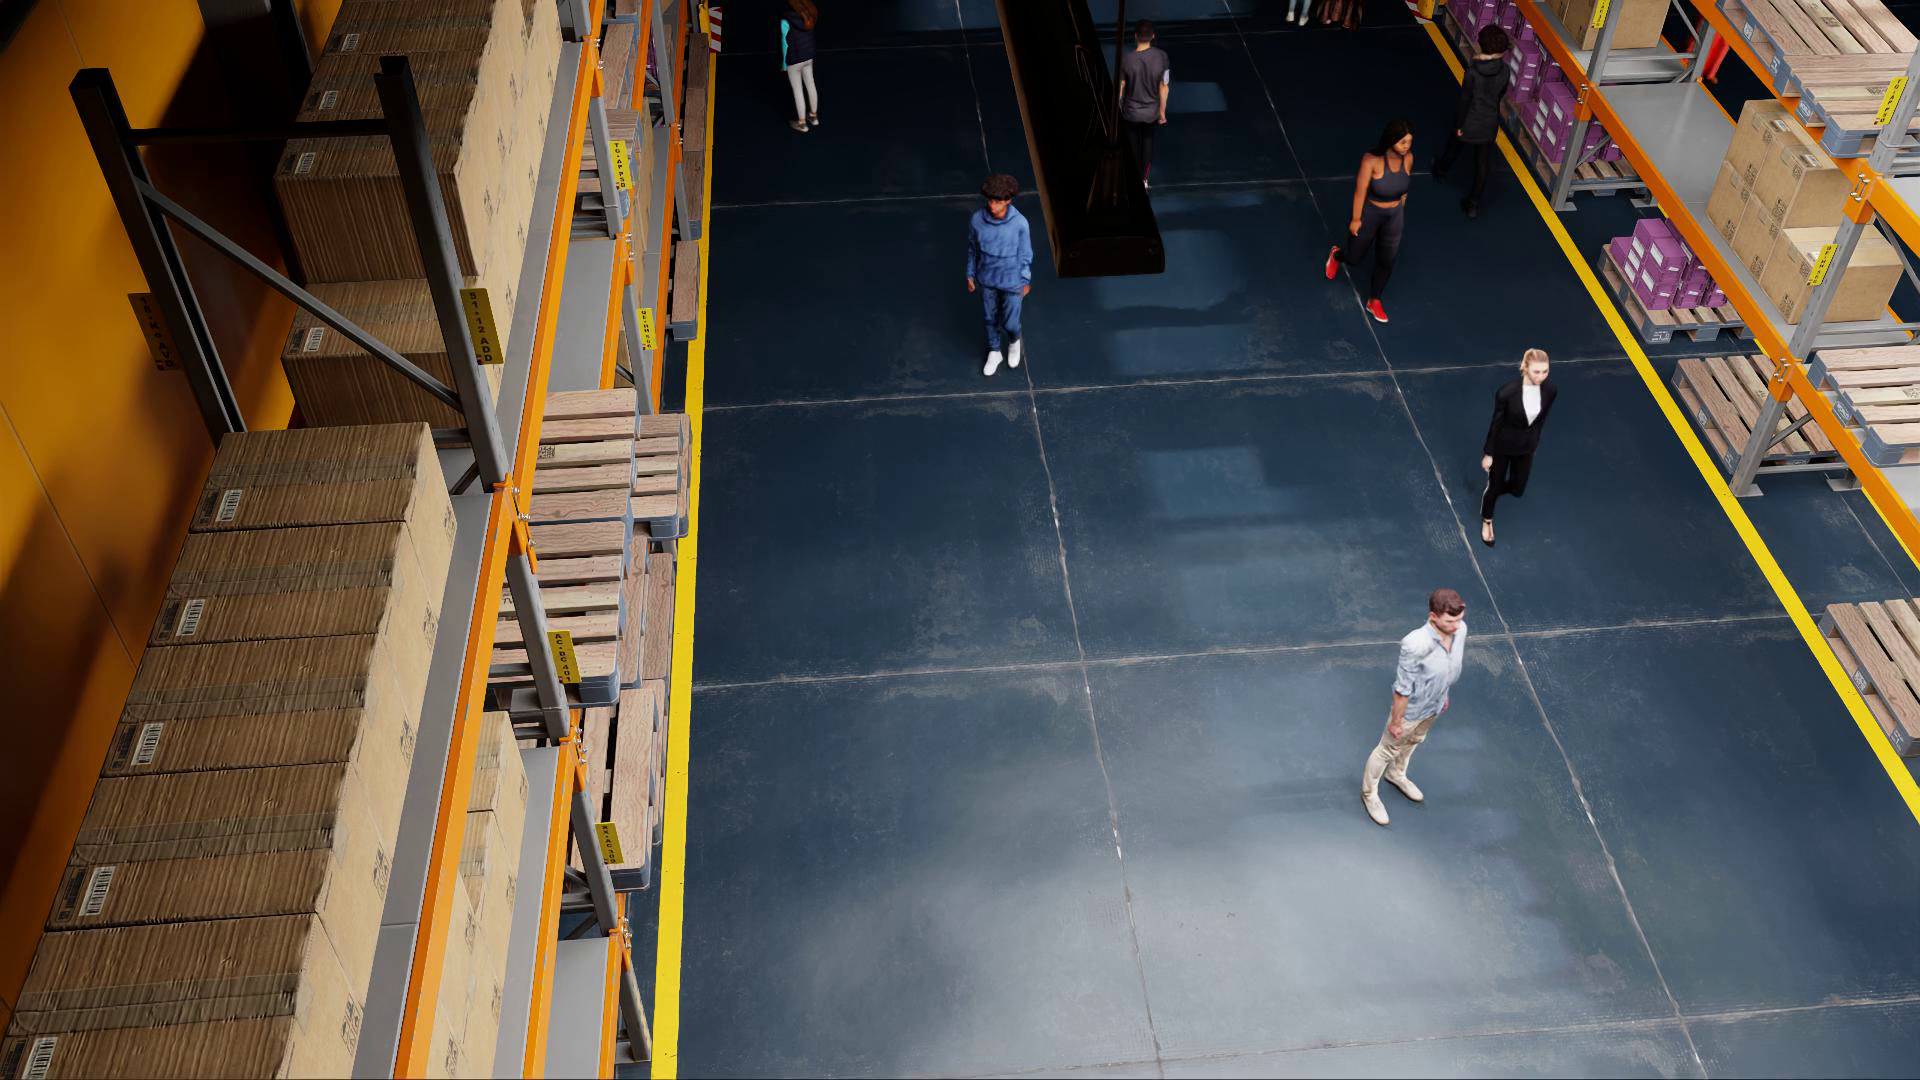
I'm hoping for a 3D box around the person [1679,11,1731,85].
[{"bbox_3d":[7.694,-5.460,16.745,0.691,1.790,0.693,-8,44,-8],"label":"person"}]

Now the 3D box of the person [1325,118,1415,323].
[{"bbox_3d":[3.437,-2.728,13.877,0.791,1.792,1.088,-11,45,-12],"label":"person"}]

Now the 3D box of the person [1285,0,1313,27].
[{"bbox_3d":[3.716,-6.088,17.765,0.658,1.294,0.706,16,46,16],"label":"person"}]

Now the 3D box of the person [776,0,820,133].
[{"bbox_3d":[-1.563,-4.706,16.164,0.743,1.500,0.688,33,53,30],"label":"person"}]

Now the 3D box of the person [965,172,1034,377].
[{"bbox_3d":[0.351,-2.152,13.265,0.791,1.801,0.789,14,45,14],"label":"person"}]

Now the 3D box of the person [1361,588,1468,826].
[{"bbox_3d":[2.747,0.956,9.970,0.728,1.846,0.713,-25,49,-24],"label":"person"}]

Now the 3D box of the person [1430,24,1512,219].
[{"bbox_3d":[4.689,-3.711,14.954,0.616,1.729,1.065,-3,44,-3],"label":"person"}]

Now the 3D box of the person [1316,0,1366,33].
[{"bbox_3d":[4.153,-6.222,17.656,0.763,1.638,0.772,18,46,18],"label":"person"}]

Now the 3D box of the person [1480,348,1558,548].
[{"bbox_3d":[3.885,-0.693,11.811,0.606,1.694,0.662,-3,44,-4],"label":"person"}]

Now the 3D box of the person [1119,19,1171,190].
[{"bbox_3d":[1.643,-3.826,15.054,0.655,1.757,0.599,-4,44,-4],"label":"person"}]
